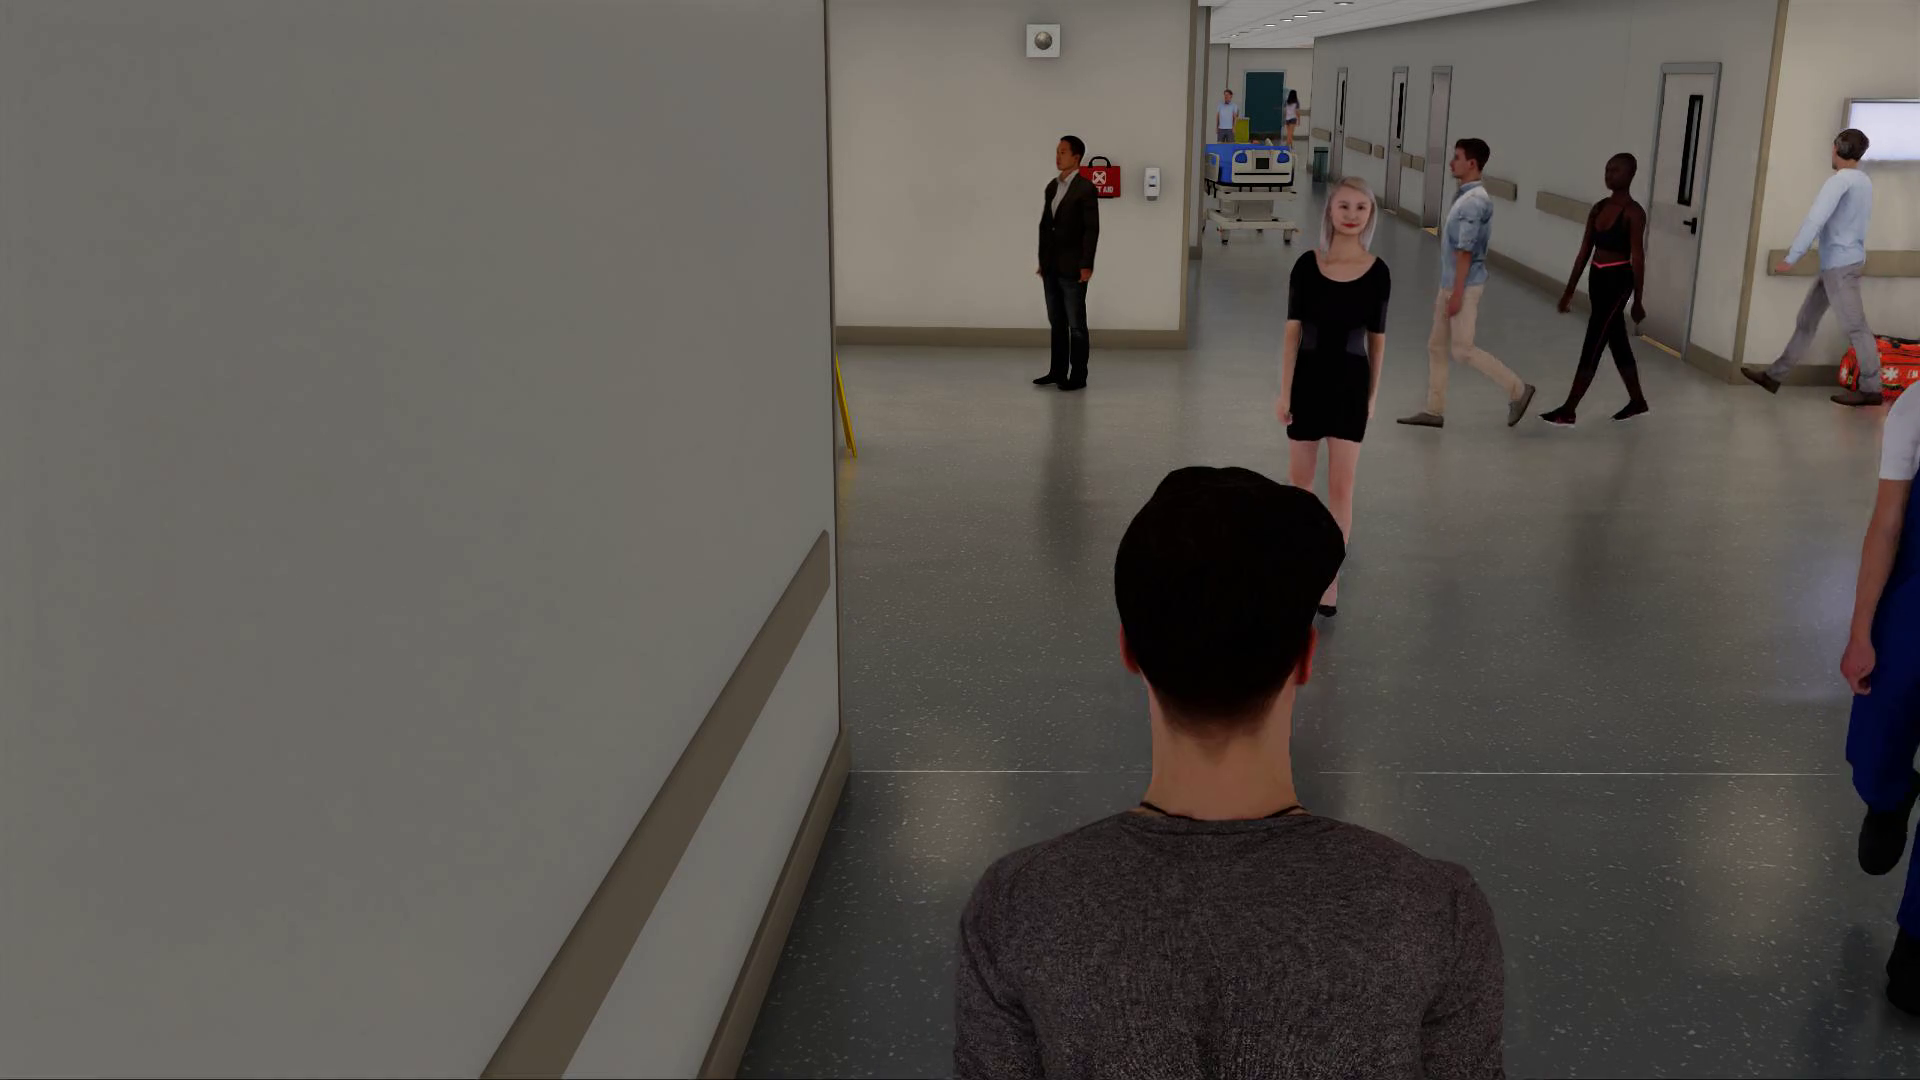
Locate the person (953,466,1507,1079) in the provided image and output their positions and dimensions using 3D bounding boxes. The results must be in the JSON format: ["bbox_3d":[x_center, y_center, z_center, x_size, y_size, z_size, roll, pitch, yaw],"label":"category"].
[{"bbox_3d":[0.251,0.916,1.565,1.203,1.866,0.901,4,16,15],"label":"person"}]

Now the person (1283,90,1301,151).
[{"bbox_3d":[9.458,-11.958,47.573,1.181,1.681,0.974,8,18,26],"label":"person"}]

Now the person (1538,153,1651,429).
[{"bbox_3d":[4.221,-1.551,10.607,1.232,1.708,0.910,-6,17,-20],"label":"person"}]

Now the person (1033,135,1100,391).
[{"bbox_3d":[0.779,-2.007,12.046,0.797,1.805,0.736,-13,20,-38],"label":"person"}]

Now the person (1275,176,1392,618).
[{"bbox_3d":[1.568,-0.615,7.116,1.046,1.802,0.753,3,16,11],"label":"person"}]

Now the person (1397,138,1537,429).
[{"bbox_3d":[3.260,-1.577,10.479,1.052,1.827,0.678,3,16,9],"label":"person"}]

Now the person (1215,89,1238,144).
[{"bbox_3d":[6.358,-9.798,39.632,0.625,1.831,0.778,7,17,23],"label":"person"}]

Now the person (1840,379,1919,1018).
[{"bbox_3d":[2.477,0.202,4.157,1.113,1.835,0.973,8,18,26],"label":"person"}]

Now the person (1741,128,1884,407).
[{"bbox_3d":[6.046,-1.796,11.255,1.295,1.828,1.129,12,20,37],"label":"person"}]
